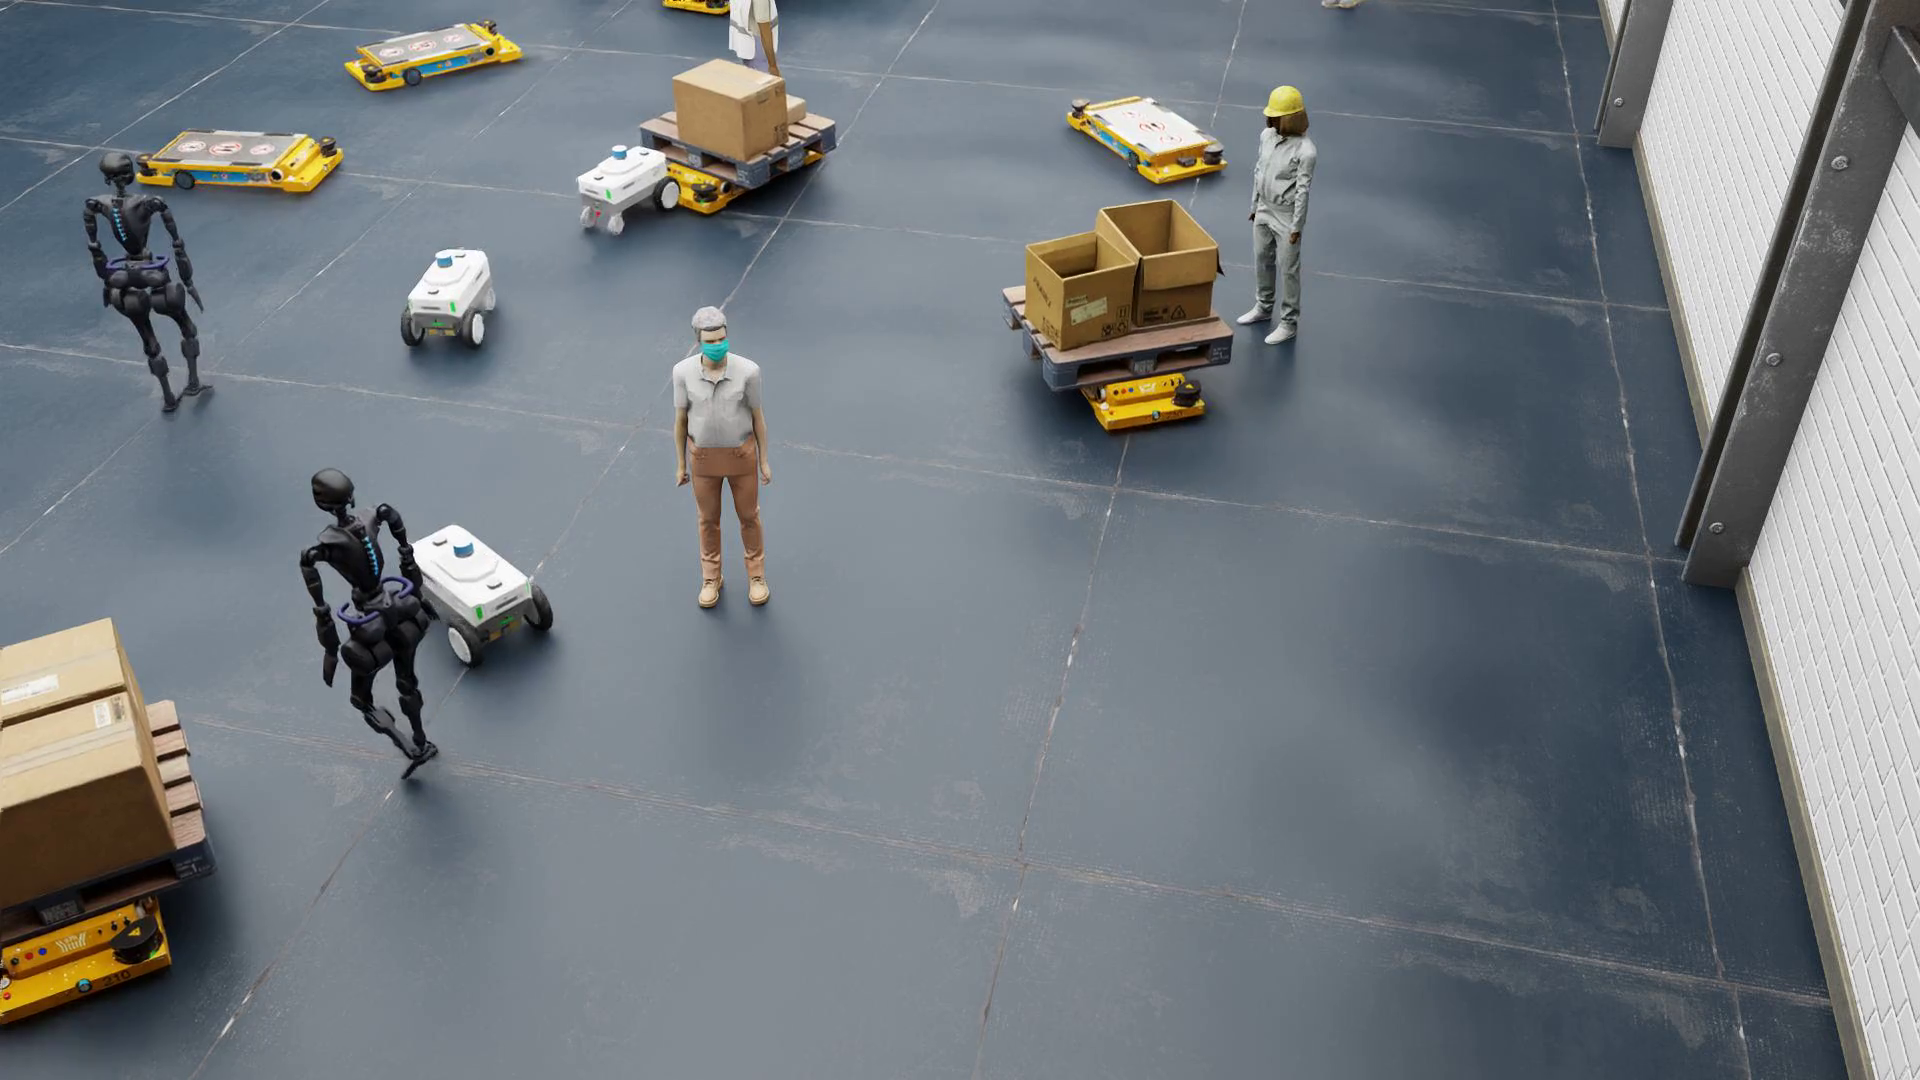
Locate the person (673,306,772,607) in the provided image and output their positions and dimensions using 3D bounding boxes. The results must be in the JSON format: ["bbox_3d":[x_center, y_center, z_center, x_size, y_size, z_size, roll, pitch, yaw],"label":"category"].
[{"bbox_3d":[-1.218,-0.416,8.537,0.491,1.749,0.312,-2,37,-3],"label":"person"}]

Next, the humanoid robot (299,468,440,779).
[{"bbox_3d":[-2.593,0.390,7.520,0.415,1.641,0.610,21,42,26],"label":"humanoid robot"}]

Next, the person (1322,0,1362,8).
[{"bbox_3d":[3.750,-6.015,15.929,0.414,1.868,0.590,4,37,5],"label":"person"}]

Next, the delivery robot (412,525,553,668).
[{"bbox_3d":[-2.532,0.242,8.644,0.768,0.581,0.499,31,46,34],"label":"delivery robot"}]

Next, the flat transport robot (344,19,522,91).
[{"bbox_3d":[-4.790,-4.407,15.116,1.431,0.231,0.659,-24,43,-28],"label":"flat transport robot"}]

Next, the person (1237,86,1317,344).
[{"bbox_3d":[2.067,-2.121,10.837,0.349,1.732,0.483,-21,42,-26],"label":"person"}]

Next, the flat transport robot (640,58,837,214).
[{"bbox_3d":[-1.755,-2.997,13.229,0.659,0.231,1.431,24,43,29],"label":"flat transport robot"}]

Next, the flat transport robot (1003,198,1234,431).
[{"bbox_3d":[1.011,-1.197,10.821,0.659,0.231,1.431,-10,38,-14],"label":"flat transport robot"}]

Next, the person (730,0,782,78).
[{"bbox_3d":[-1.582,-3.793,12.972,0.380,1.849,0.568,-18,40,-22],"label":"person"}]

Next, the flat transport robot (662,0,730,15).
[{"bbox_3d":[-2.345,-5.629,16.751,0.659,0.231,1.431,14,39,18],"label":"flat transport robot"}]

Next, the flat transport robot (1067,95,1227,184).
[{"bbox_3d":[1.520,-3.322,13.663,0.659,0.231,1.431,-17,40,-22],"label":"flat transport robot"}]

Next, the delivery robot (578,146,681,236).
[{"bbox_3d":[-2.530,-2.686,12.582,0.499,0.604,0.808,20,41,25],"label":"delivery robot"}]

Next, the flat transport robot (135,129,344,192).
[{"bbox_3d":[-5.748,-3.022,13.263,1.431,0.231,0.659,4,37,5],"label":"flat transport robot"}]

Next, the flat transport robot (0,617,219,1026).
[{"bbox_3d":[-3.928,1.436,7.296,0.659,0.231,1.431,-18,40,-22],"label":"flat transport robot"}]

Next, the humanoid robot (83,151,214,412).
[{"bbox_3d":[-4.972,-1.559,10.145,0.603,1.650,0.334,-3,37,-4],"label":"humanoid robot"}]

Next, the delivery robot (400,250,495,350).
[{"bbox_3d":[-3.423,-1.647,11.179,0.499,0.589,0.784,4,37,5],"label":"delivery robot"}]
